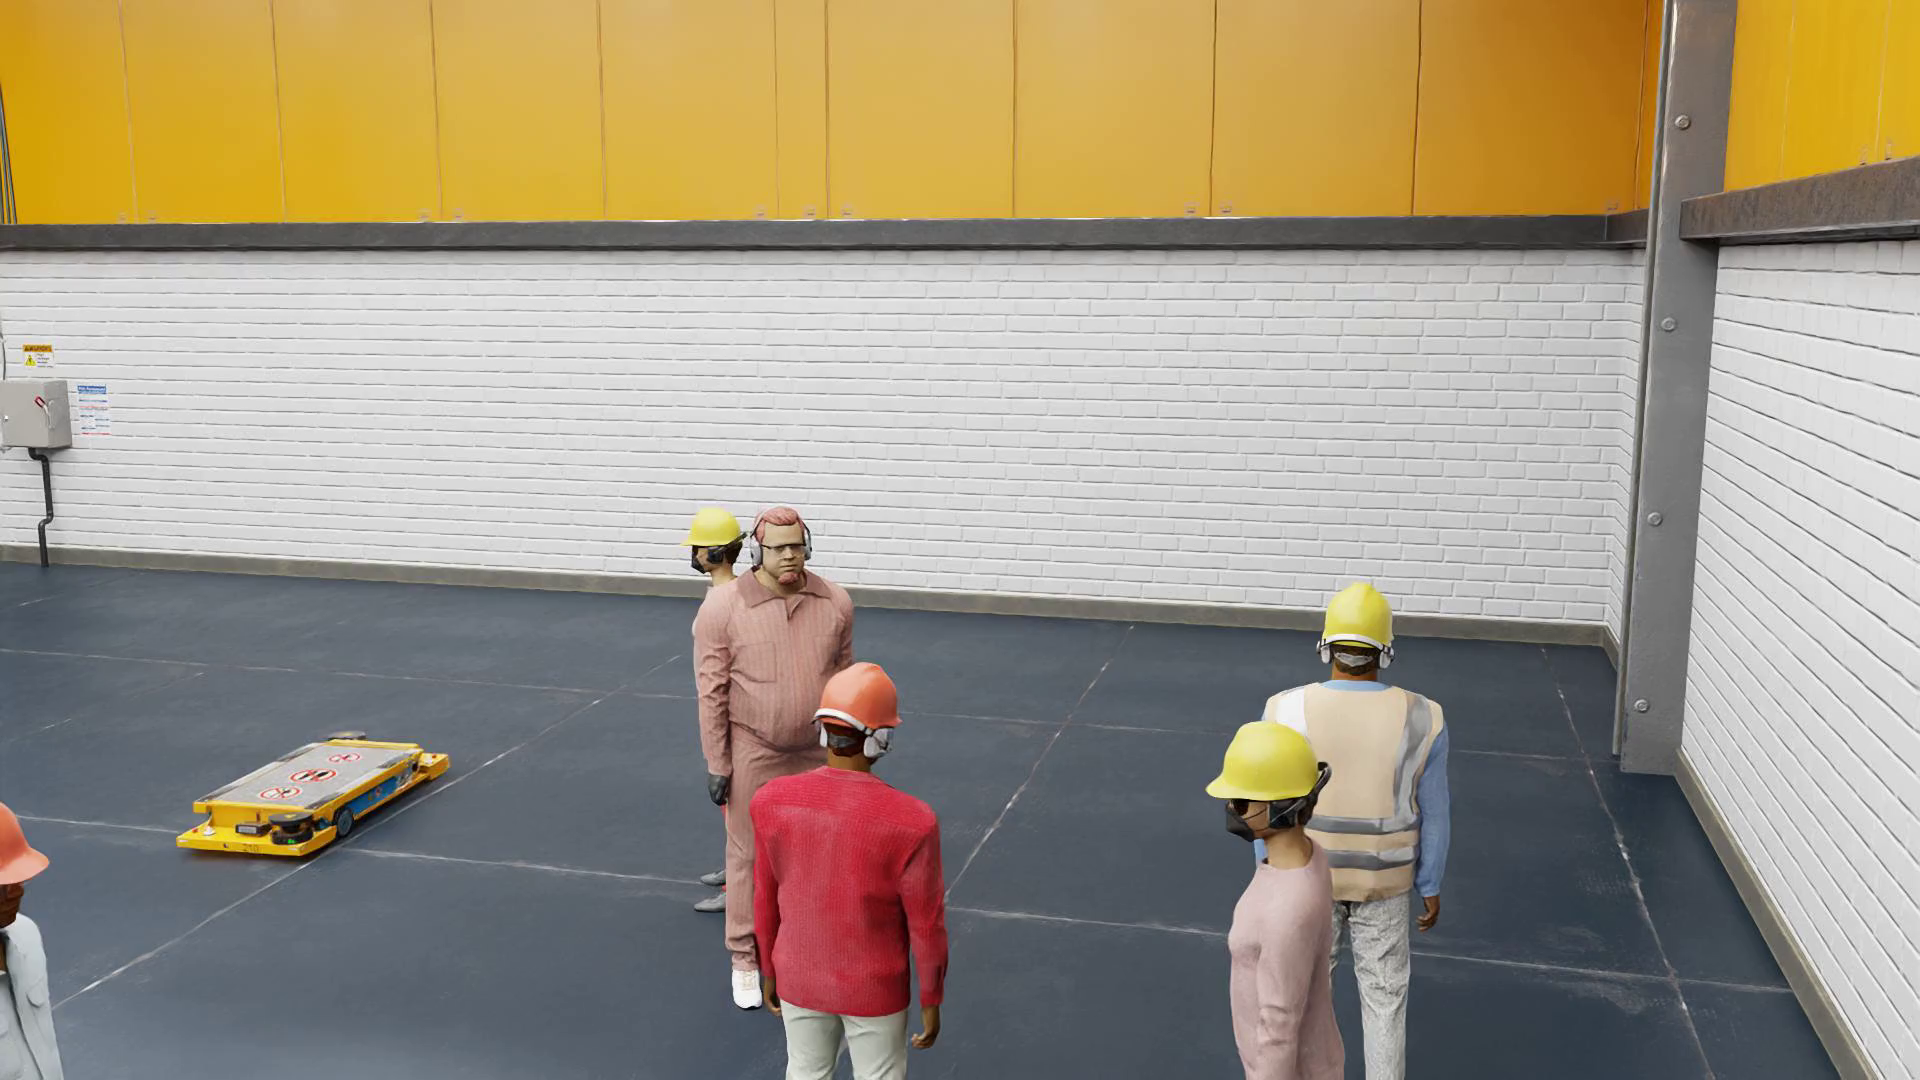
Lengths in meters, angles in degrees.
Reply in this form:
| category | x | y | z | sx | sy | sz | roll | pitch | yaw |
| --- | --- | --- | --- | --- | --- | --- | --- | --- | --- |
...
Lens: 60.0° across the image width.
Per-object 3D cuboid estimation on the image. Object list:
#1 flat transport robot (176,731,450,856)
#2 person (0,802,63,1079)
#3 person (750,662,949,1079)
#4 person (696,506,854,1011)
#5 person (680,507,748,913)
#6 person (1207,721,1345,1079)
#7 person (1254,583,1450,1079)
| category | x | y | z | sx | sy | sz | roll | pitch | yaw |
| --- | --- | --- | --- | --- | --- | --- | --- | --- | --- |
| flat transport robot | -3.260 | 1.270 | 8.499 | 0.652 | 0.197 | 1.431 | 2 | 10 | 11 |
| person | -2.038 | 1.376 | 3.511 | 0.335 | 1.753 | 0.563 | 0 | 10 | -1 |
| person | -0.296 | 1.197 | 4.618 | 0.573 | 1.738 | 0.352 | 3 | 10 | 18 |
| person | -0.673 | 0.816 | 6.361 | 0.643 | 1.909 | 0.410 | -5 | 11 | -28 |
| person | -1.045 | 0.734 | 7.256 | 0.313 | 1.767 | 0.533 | 0 | 10 | -2 |
| person | 0.751 | 1.291 | 4.006 | 0.342 | 1.762 | 0.527 | 2 | 10 | 14 |
| person | 1.228 | 1.040 | 5.258 | 0.600 | 1.831 | 0.404 | 2 | 10 | 9 |
